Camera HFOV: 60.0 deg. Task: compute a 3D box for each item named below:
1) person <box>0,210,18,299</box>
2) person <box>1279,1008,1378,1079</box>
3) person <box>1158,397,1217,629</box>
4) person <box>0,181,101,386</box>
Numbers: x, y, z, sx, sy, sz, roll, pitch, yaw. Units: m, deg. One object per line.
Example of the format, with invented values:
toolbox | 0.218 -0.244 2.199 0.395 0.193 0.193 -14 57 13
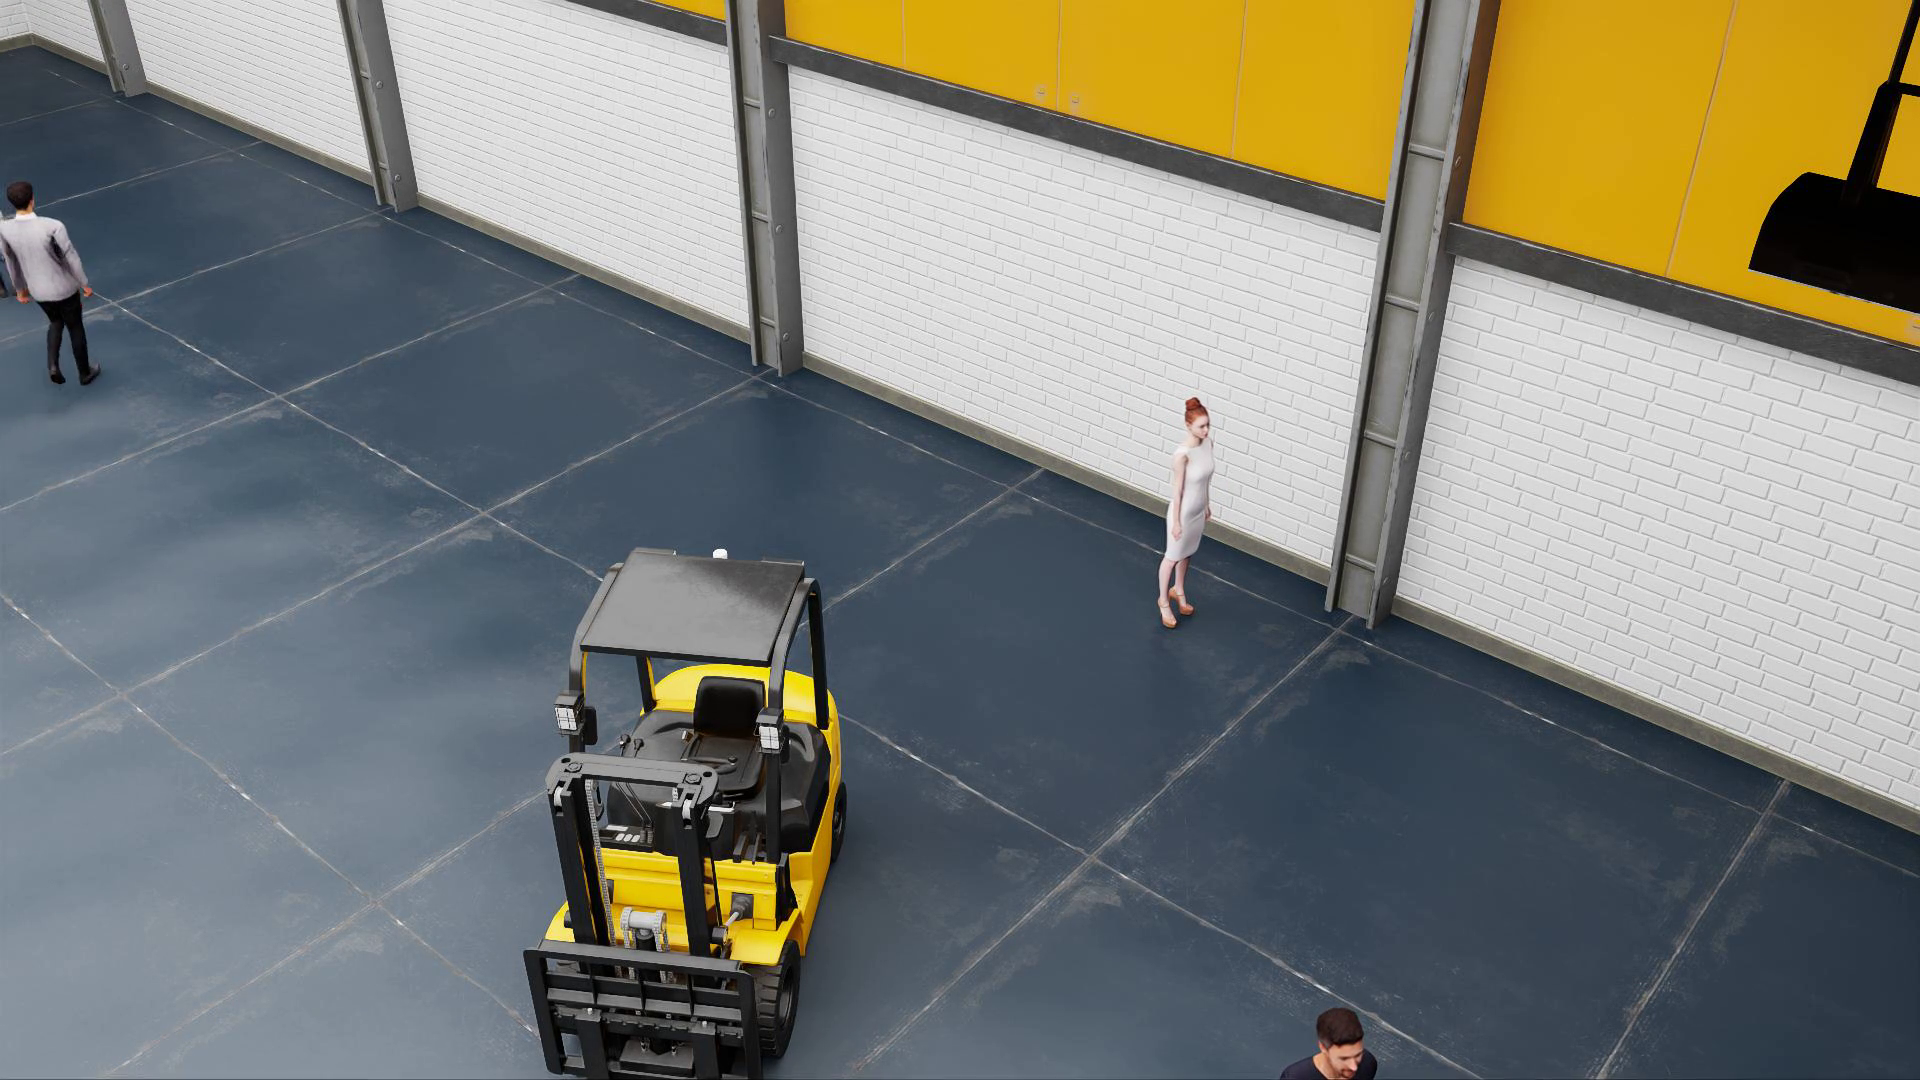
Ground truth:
person | -9.521 -3.017 16.298 0.550 1.316 0.591 -14 36 -20
person | 1.537 2.692 7.207 0.710 1.870 0.700 -14 36 -20
person | 1.584 -0.186 11.607 0.491 1.793 0.581 27 42 34
person | -7.947 -2.174 14.492 0.964 1.911 1.023 0 34 -1
